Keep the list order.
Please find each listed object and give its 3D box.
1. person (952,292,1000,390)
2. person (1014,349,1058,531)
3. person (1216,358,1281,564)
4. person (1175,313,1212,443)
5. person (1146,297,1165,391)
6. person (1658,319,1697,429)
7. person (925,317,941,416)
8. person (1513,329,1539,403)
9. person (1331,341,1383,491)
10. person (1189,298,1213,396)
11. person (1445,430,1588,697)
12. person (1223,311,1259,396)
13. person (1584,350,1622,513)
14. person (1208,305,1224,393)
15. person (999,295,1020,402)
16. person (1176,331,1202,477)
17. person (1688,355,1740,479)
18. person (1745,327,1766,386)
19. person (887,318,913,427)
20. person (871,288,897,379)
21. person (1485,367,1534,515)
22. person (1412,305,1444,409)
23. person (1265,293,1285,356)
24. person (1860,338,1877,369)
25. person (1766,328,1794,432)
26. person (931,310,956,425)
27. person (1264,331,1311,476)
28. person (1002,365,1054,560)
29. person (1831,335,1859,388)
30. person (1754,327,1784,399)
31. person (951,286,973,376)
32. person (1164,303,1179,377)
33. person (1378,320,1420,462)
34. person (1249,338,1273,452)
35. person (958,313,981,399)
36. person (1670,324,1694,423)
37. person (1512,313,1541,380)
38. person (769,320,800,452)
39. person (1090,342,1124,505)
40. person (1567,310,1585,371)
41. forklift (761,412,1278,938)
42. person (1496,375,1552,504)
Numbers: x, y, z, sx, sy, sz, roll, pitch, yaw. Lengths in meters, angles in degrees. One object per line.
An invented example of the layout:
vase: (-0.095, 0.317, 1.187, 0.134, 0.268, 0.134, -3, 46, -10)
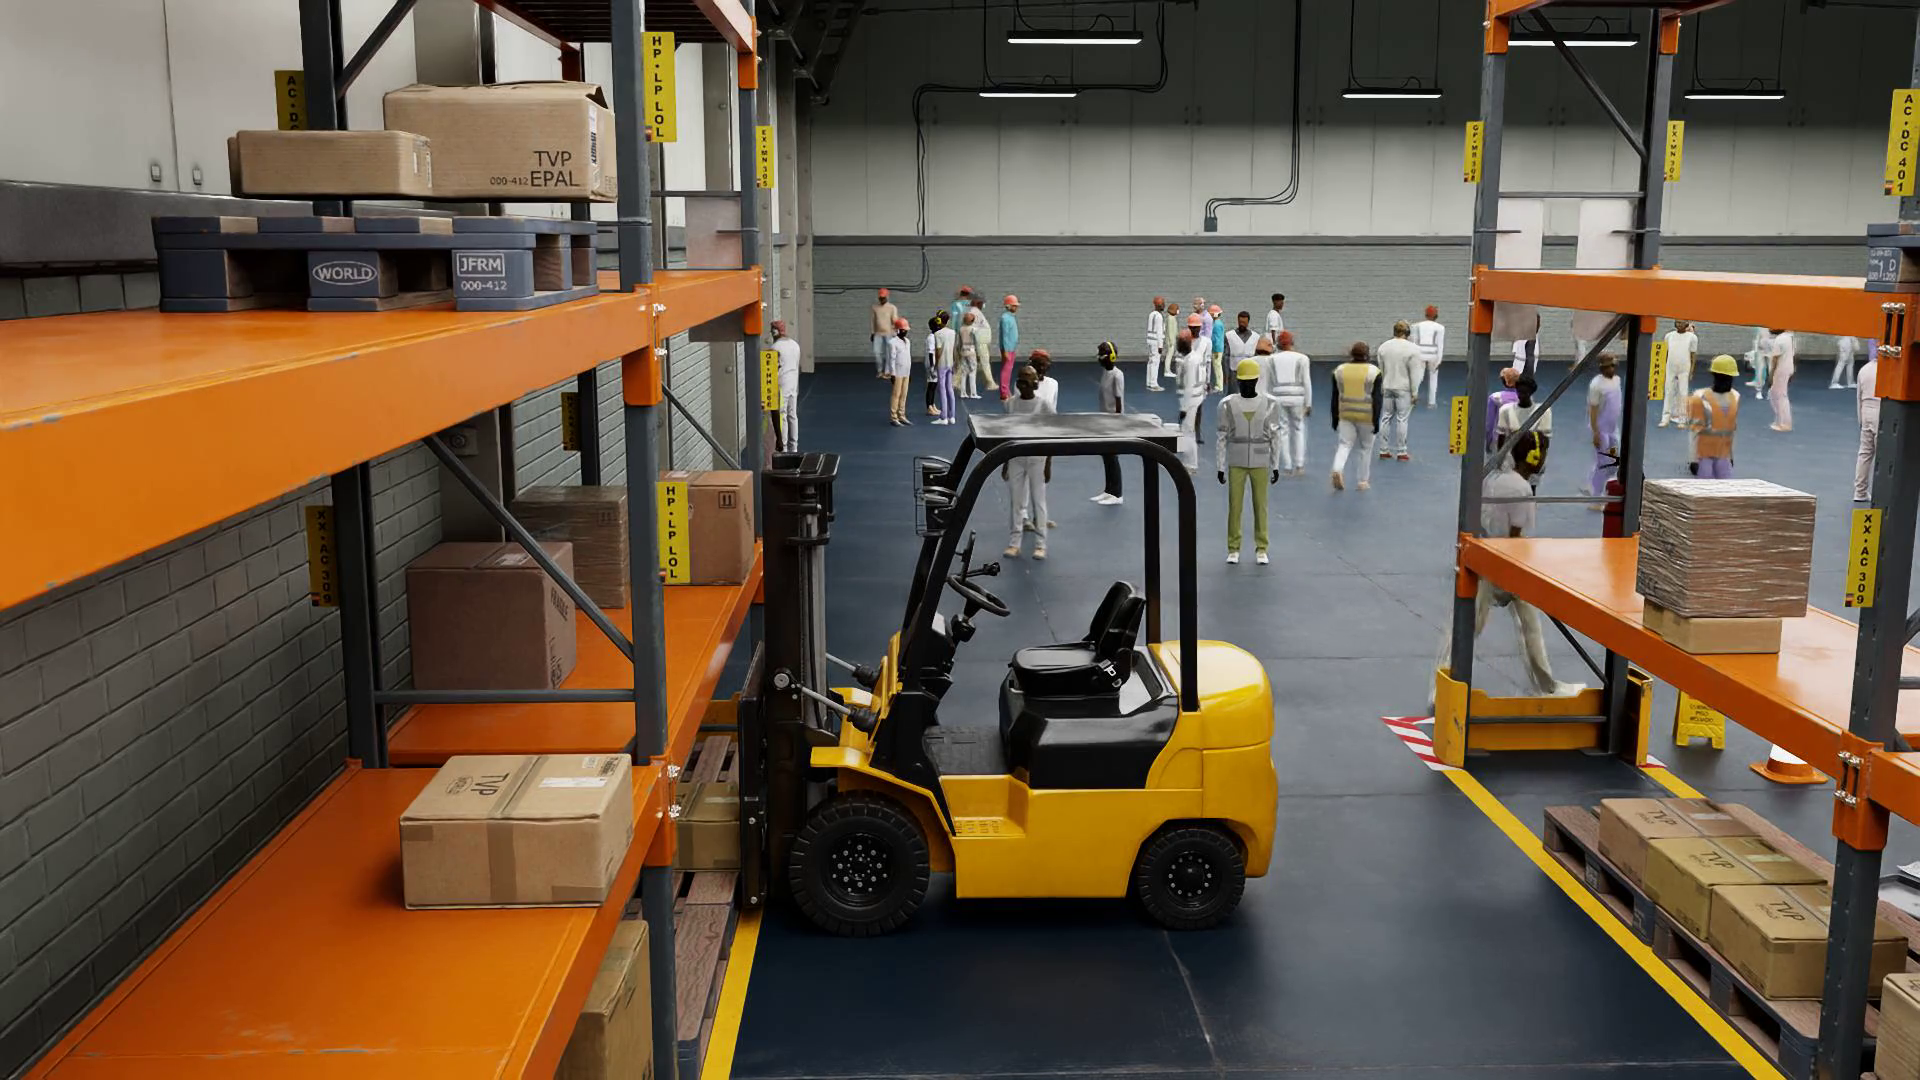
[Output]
person: (0.299, -4.039, 33.561, 1.003, 2.000, 0.682, -3, 10, -14)
person: (0.800, -1.045, 17.316, 0.578, 1.882, 0.346, -8, 13, -38)
person: (2.674, -0.725, 15.452, 0.587, 1.921, 0.388, 2, 10, 9)
person: (3.466, -2.391, 24.663, 0.547, 1.939, 0.376, -1, 10, -3)
person: (3.949, -3.942, 33.494, 0.355, 1.876, 0.573, -2, 10, -10)
person: (11.497, -2.698, 26.638, 0.508, 1.846, 0.345, 7, 13, 36)
person: (-0.442, -2.994, 28.699, 0.317, 1.695, 0.540, 2, 10, 11)
person: (10.422, -3.420, 30.702, 0.390, 1.836, 0.559, -4, 11, -22)
person: (4.704, -1.457, 19.812, 0.636, 1.820, 0.774, 6, 12, 32)
person: (4.637, -3.758, 32.367, 0.410, 1.909, 0.643, -5, 11, -24)
person: (3.523, 0.191, 10.644, 1.016, 1.807, 0.547, -1, 10, -7)
person: (4.376, -2.610, 25.956, 0.587, 1.915, 0.393, -2, 10, -12)
person: (7.108, -1.183, 18.273, 0.529, 1.814, 0.413, -8, 13, -37)
person: (5.048, -3.777, 32.939, 0.350, 1.744, 0.567, 0, 10, 2)
person: (0.930, -3.590, 31.190, 0.396, 1.992, 0.623, 2, 10, 13)
person: (2.930, -1.747, 21.339, 0.353, 1.858, 0.692, 1, 10, 5)
person: (7.301, -0.841, 16.119, 0.618, 1.907, 0.424, -3, 11, -18)
person: (16.628, -4.110, 34.553, 0.365, 1.835, 0.512, 8, 13, 38)
person: (-0.948, -2.722, 27.025, 0.337, 1.749, 0.574, 6, 12, 29)
person: (-1.684, -4.500, 36.297, 0.651, 1.975, 0.548, 3, 11, 18)
person: (5.963, -1.055, 18.086, 0.515, 1.634, 0.312, 0, 10, 0)
person: (8.322, -3.249, 29.647, 0.578, 1.866, 0.802, 7, 12, 35)
person: (6.295, -3.957, 33.314, 0.368, 1.963, 0.609, 2, 10, 9)
person: (21.375, -4.897, 38.938, 0.371, 1.837, 0.584, 7, 12, 32)
person: (12.908, -2.594, 26.177, 0.485, 1.805, 0.527, 7, 13, 36)
person: (-0.278, -2.823, 27.258, 0.326, 1.874, 0.518, 8, 13, 37)
person: (4.204, -1.759, 21.390, 0.610, 1.847, 0.598, 3, 11, 17)
person: (0.636, -0.732, 15.698, 0.508, 1.841, 0.345, 5, 11, 24)
person: (18.191, -3.942, 33.928, 0.774, 1.710, 0.504, 1, 10, 6)
person: (15.389, -3.533, 31.651, 0.411, 1.711, 0.541, -6, 12, -31)
person: (0.084, -4.667, 37.234, 0.687, 1.993, 0.485, -5, 11, -27)
person: (4.703, -4.436, 36.934, 0.280, 1.627, 0.498, 2, 10, 12)
person: (5.976, -2.033, 22.702, 0.367, 1.933, 0.627, -10, 14, -44)
person: (4.310, -2.056, 23.648, 0.507, 1.632, 0.284, 4, 11, 22)
person: (0.178, -3.511, 31.740, 0.522, 1.637, 0.306, 9, 14, 41)
person: (11.974, -2.759, 27.545, 0.309, 1.641, 0.514, 9, 13, 40)
person: (8.735, -2.557, 25.676, 0.397, 1.911, 0.588, 1, 10, 6)
person: (-2.498, -2.108, 23.196, 0.406, 1.903, 0.637, 5, 11, 27)
person: (1.704, -1.328, 18.984, 0.333, 1.855, 0.529, -2, 10, -12)
person: (14.376, -4.896, 38.608, 0.402, 1.942, 0.604, 2, 10, 12)
forklift: (0.291, 0.548, 7.580, 2.313, 2.155, 1.214, 0, 10, -2)
person: (5.622, -0.815, 16.600, 0.547, 1.674, 0.406, 5, 11, 26)
